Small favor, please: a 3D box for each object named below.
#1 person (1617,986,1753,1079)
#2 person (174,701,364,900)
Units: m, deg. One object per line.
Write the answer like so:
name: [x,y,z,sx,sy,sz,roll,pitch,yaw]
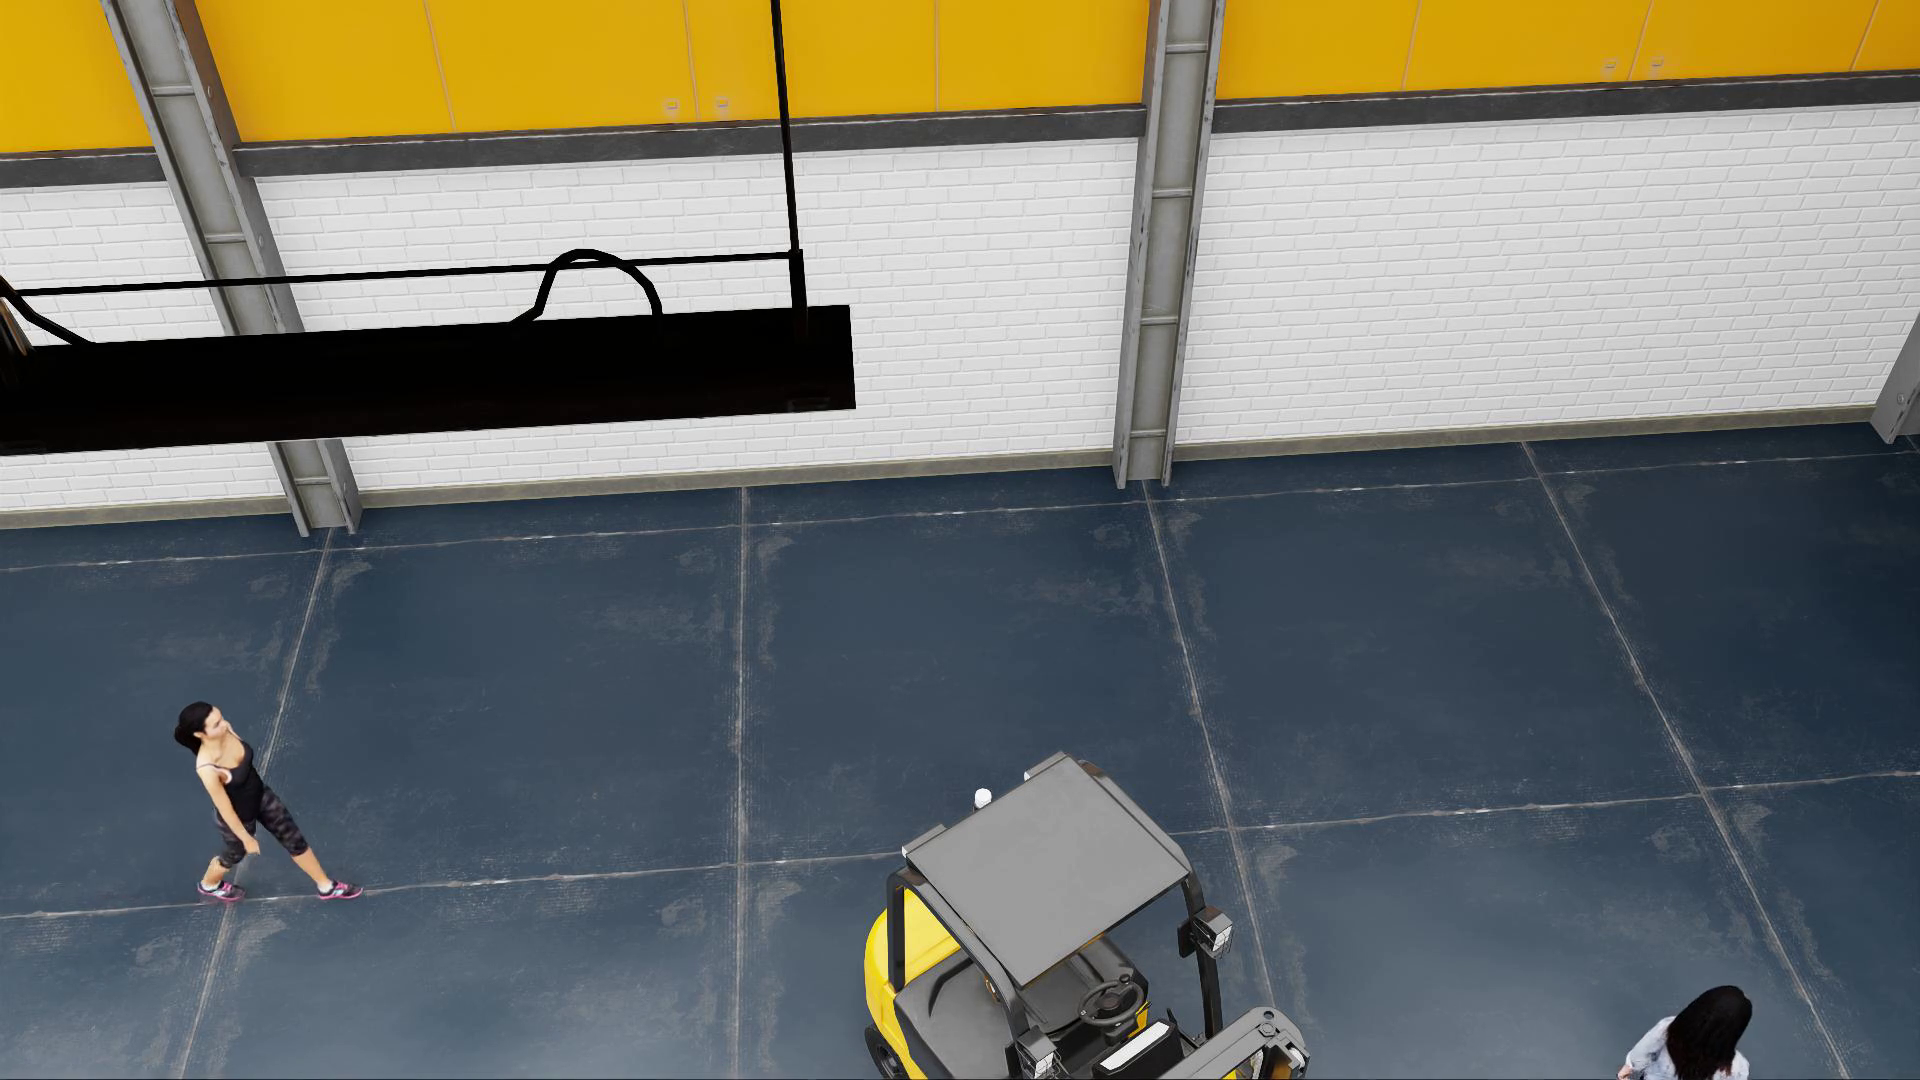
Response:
person: [3.396,2.736,7.960,0.785,1.700,0.852,24,49,23]
person: [-4.072,1.526,9.244,1.181,1.680,0.644,-1,44,-1]
